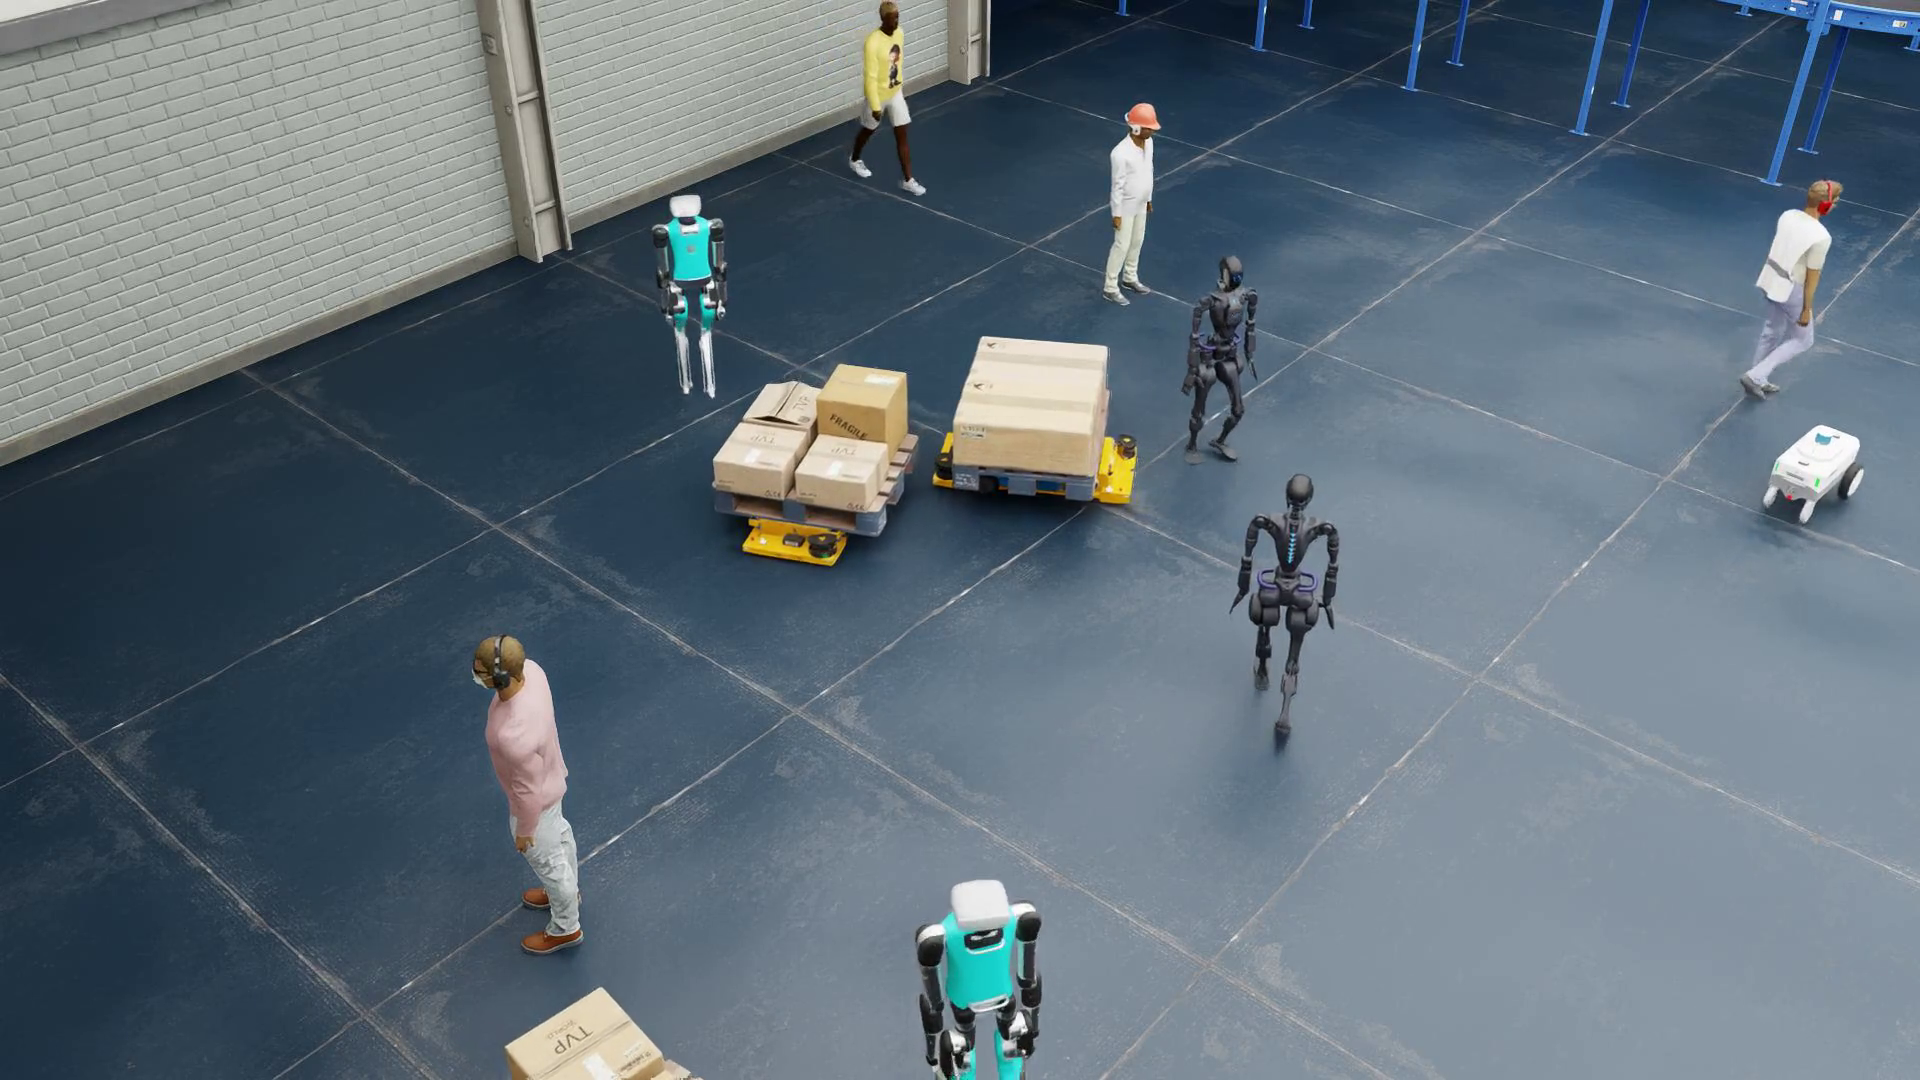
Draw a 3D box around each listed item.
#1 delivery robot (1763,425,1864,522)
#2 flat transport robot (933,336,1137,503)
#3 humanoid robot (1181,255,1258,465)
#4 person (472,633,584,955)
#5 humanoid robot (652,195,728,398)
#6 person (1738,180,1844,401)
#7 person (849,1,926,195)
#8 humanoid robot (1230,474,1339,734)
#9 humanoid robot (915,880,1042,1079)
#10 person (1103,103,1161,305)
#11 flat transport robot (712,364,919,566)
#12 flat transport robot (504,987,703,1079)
[{"bbox_3d":[6.095,-0.525,11.867,0.767,0.581,0.499,-29,45,-34],"label":"delivery robot"},{"bbox_3d":[0.558,-0.572,12.191,1.431,0.231,0.659,5,36,8],"label":"flat transport robot"},{"bbox_3d":[1.864,-1.295,11.991,0.601,1.650,0.322,-17,39,-22],"label":"humanoid robot"},{"bbox_3d":[-2.119,1.244,8.204,0.372,1.939,0.629,-5,36,-7],"label":"person"},{"bbox_3d":[-2.064,-1.886,12.780,0.535,1.796,0.737,-9,36,-12],"label":"humanoid robot"},{"bbox_3d":[6.319,-1.878,12.675,0.458,1.825,0.596,-4,36,-6],"label":"person"},{"bbox_3d":[-0.763,-4.317,16.096,0.554,1.842,1.016,-30,45,-35],"label":"person"},{"bbox_3d":[1.898,0.352,9.720,0.611,1.636,0.750,6,36,8],"label":"humanoid robot"},{"bbox_3d":[0.169,2.299,6.961,0.542,1.814,0.843,-11,37,-15],"label":"humanoid robot"},{"bbox_3d":[1.475,-2.863,14.137,0.350,1.737,0.574,24,42,29],"label":"person"},{"bbox_3d":[-0.988,-0.324,11.843,0.659,0.231,1.431,9,36,12],"label":"flat transport robot"},{"bbox_3d":[-1.631,2.913,7.297,1.431,0.231,0.659,21,41,27],"label":"flat transport robot"}]
